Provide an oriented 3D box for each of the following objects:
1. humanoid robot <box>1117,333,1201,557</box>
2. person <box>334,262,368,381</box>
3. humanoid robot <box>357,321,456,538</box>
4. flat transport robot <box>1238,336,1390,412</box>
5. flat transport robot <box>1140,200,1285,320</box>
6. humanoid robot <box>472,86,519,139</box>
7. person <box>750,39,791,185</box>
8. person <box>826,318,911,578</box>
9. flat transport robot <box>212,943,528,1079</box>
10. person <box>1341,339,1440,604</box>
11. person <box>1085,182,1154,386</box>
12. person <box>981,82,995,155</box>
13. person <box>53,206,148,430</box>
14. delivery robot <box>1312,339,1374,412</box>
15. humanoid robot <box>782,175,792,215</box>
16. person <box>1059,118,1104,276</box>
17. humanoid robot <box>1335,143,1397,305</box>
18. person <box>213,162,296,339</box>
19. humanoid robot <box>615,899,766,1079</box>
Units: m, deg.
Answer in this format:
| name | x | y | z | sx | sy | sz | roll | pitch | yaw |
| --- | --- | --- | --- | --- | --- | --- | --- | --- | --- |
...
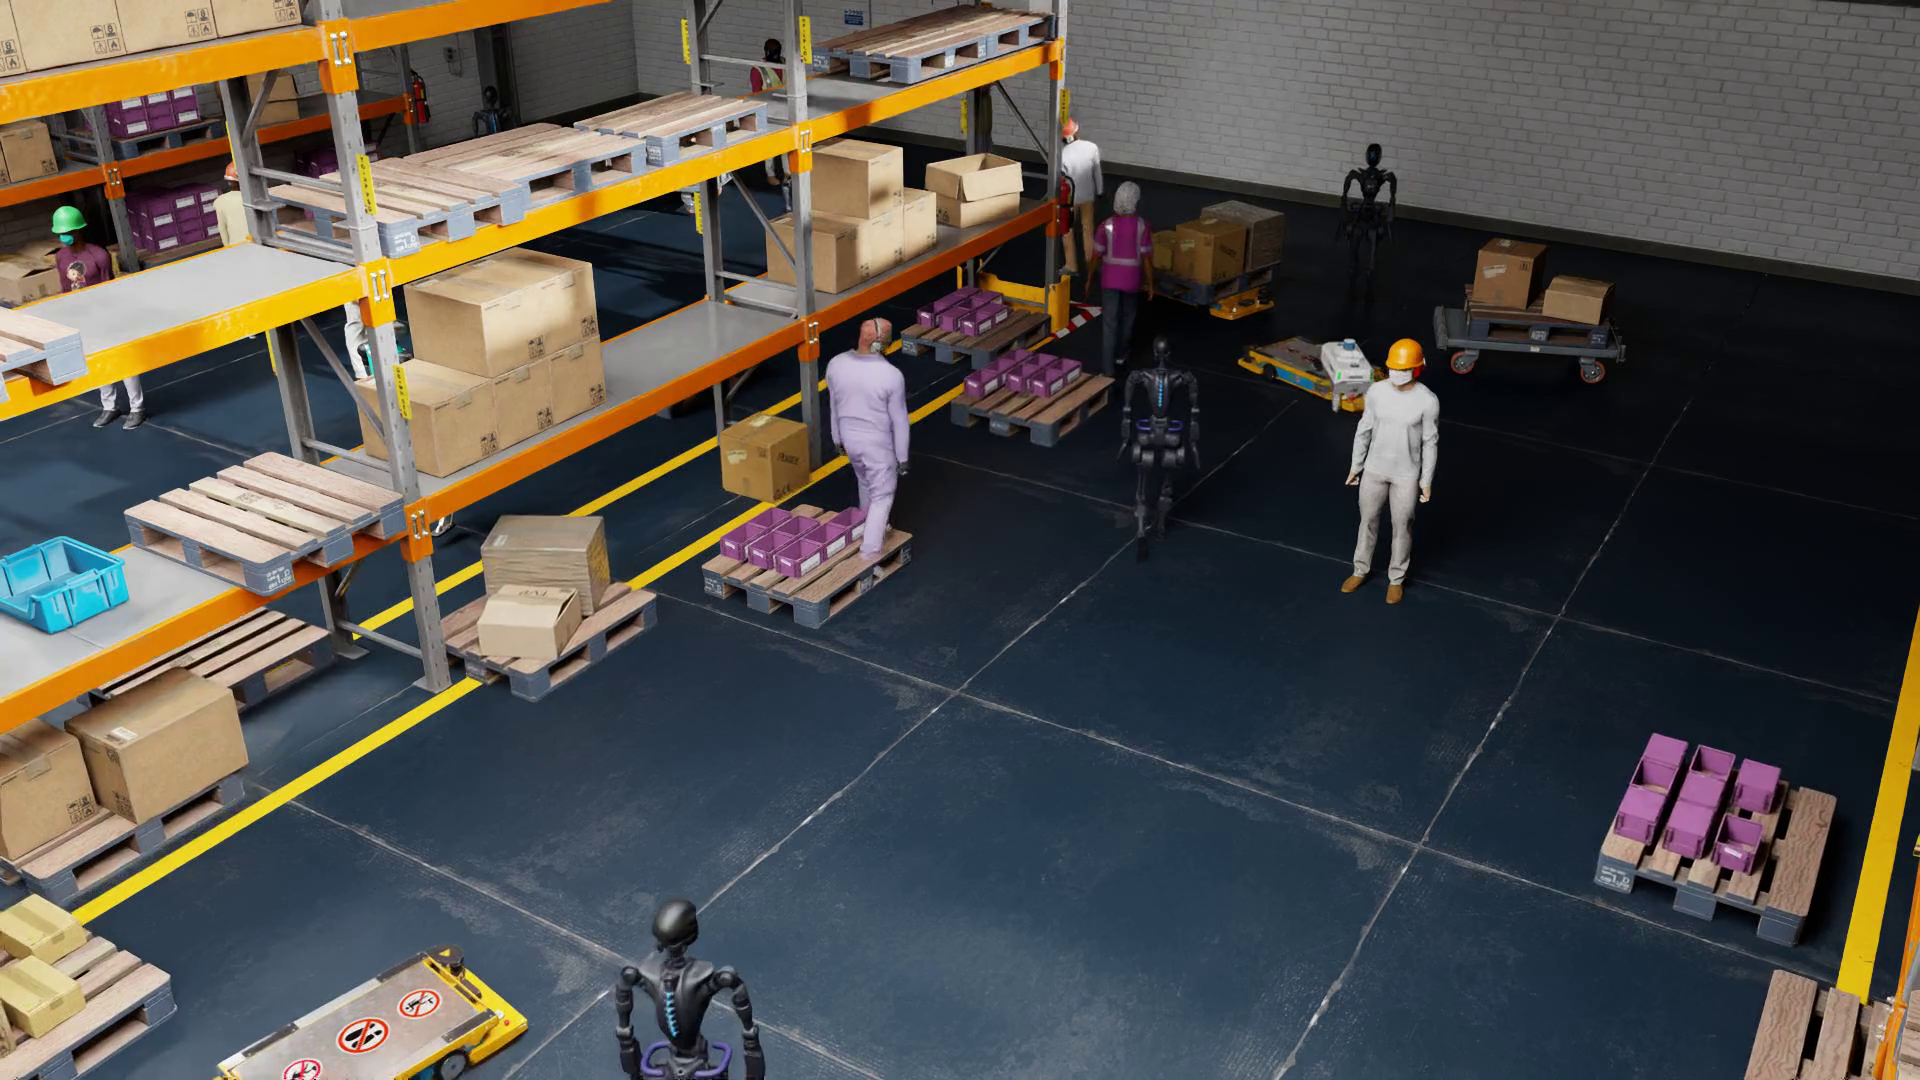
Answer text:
| name | x | y | z | sx | sy | sz | roll | pitch | yaw |
| --- | --- | --- | --- | --- | --- | --- | --- | --- | --- |
| humanoid robot | 1.444 | -0.683 | 11.998 | 0.610 | 1.633 | 0.576 | 3 | 27 | 6 |
| person | -5.409 | -2.339 | 14.965 | 0.378 | 1.940 | 0.627 | 0 | 27 | 0 |
| humanoid robot | -3.886 | -0.858 | 12.118 | 0.533 | 1.677 | 0.735 | 16 | 31 | 29 |
| flat transport robot | 3.286 | -1.536 | 15.225 | 0.659 | 0.231 | 1.431 | -18 | 32 | -31 |
| flat transport robot | 2.516 | -2.606 | 17.333 | 0.659 | 0.231 | 1.431 | -21 | 34 | -36 |
| humanoid robot | -5.369 | -4.469 | 19.436 | 0.601 | 1.648 | 0.346 | -6 | 27 | -11 |
| person | -2.352 | -5.477 | 21.271 | 0.638 | 1.830 | 0.429 | -22 | 34 | -37 |
| person | -0.645 | -0.684 | 11.798 | 0.670 | 1.857 | 0.888 | 15 | 31 | 27 |
| flat transport robot | -2.753 | 2.372 | 7.524 | 0.659 | 0.231 | 1.431 | 23 | 35 | 37 |
| person | 2.943 | -0.472 | 11.332 | 0.581 | 1.894 | 0.357 | 15 | 30 | 27 |
| person | 1.454 | -2.374 | 15.173 | 0.605 | 1.800 | 0.905 | 0 | 27 | 1 |
| person | 0.214 | -4.945 | 20.443 | 0.623 | 1.612 | 0.495 | 13 | 30 | 24 |
| person | -7.292 | -1.882 | 14.062 | 0.483 | 1.945 | 0.429 | 2 | 27 | 5 |
| delivery robot | 3.444 | -1.500 | 14.858 | 0.499 | 0.613 | 0.814 | 0 | 27 | -1 |
| humanoid robot | -1.508 | -3.160 | 16.874 | 0.460 | 1.648 | 0.615 | 22 | 34 | 36 |
| person | 1.291 | -3.703 | 17.911 | 0.698 | 1.706 | 0.336 | -16 | 31 | -28 |
| humanoid robot | 4.149 | -3.229 | 16.998 | 0.592 | 1.646 | 0.386 | 4 | 27 | 8 |
| person | -6.828 | -2.797 | 16.067 | 0.571 | 1.750 | 0.329 | 6 | 27 | 11 |
| humanoid robot | -1.033 | 2.115 | 6.480 | 0.609 | 1.641 | 0.341 | 3 | 27 | 5 |
